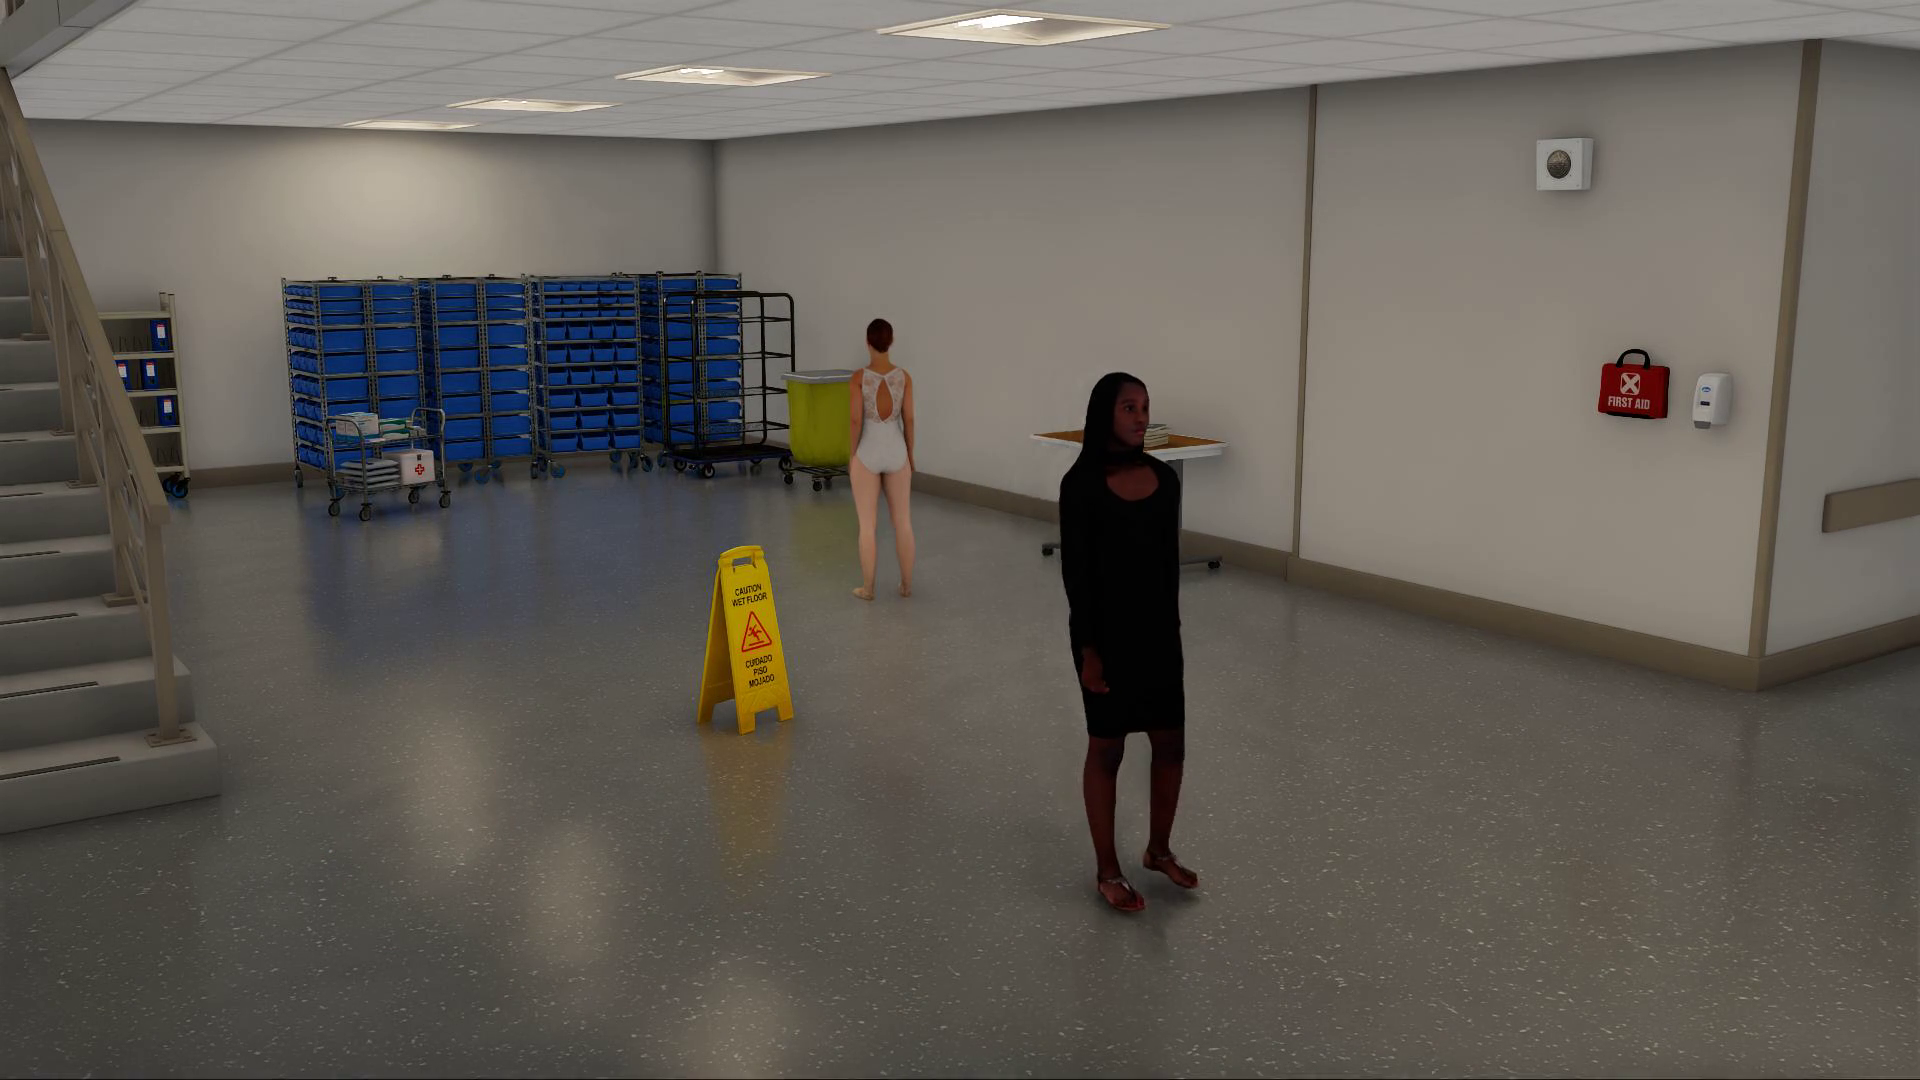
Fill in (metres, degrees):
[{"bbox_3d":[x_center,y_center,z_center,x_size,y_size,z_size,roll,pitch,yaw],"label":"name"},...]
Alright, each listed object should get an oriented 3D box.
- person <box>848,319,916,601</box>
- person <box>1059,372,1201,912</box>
[{"bbox_3d":[-0.462,-0.473,9.757,0.601,1.643,0.549,-4,11,-19],"label":"person"},{"bbox_3d":[0.486,0.314,5.405,0.658,1.719,0.612,-6,12,-28],"label":"person"}]
